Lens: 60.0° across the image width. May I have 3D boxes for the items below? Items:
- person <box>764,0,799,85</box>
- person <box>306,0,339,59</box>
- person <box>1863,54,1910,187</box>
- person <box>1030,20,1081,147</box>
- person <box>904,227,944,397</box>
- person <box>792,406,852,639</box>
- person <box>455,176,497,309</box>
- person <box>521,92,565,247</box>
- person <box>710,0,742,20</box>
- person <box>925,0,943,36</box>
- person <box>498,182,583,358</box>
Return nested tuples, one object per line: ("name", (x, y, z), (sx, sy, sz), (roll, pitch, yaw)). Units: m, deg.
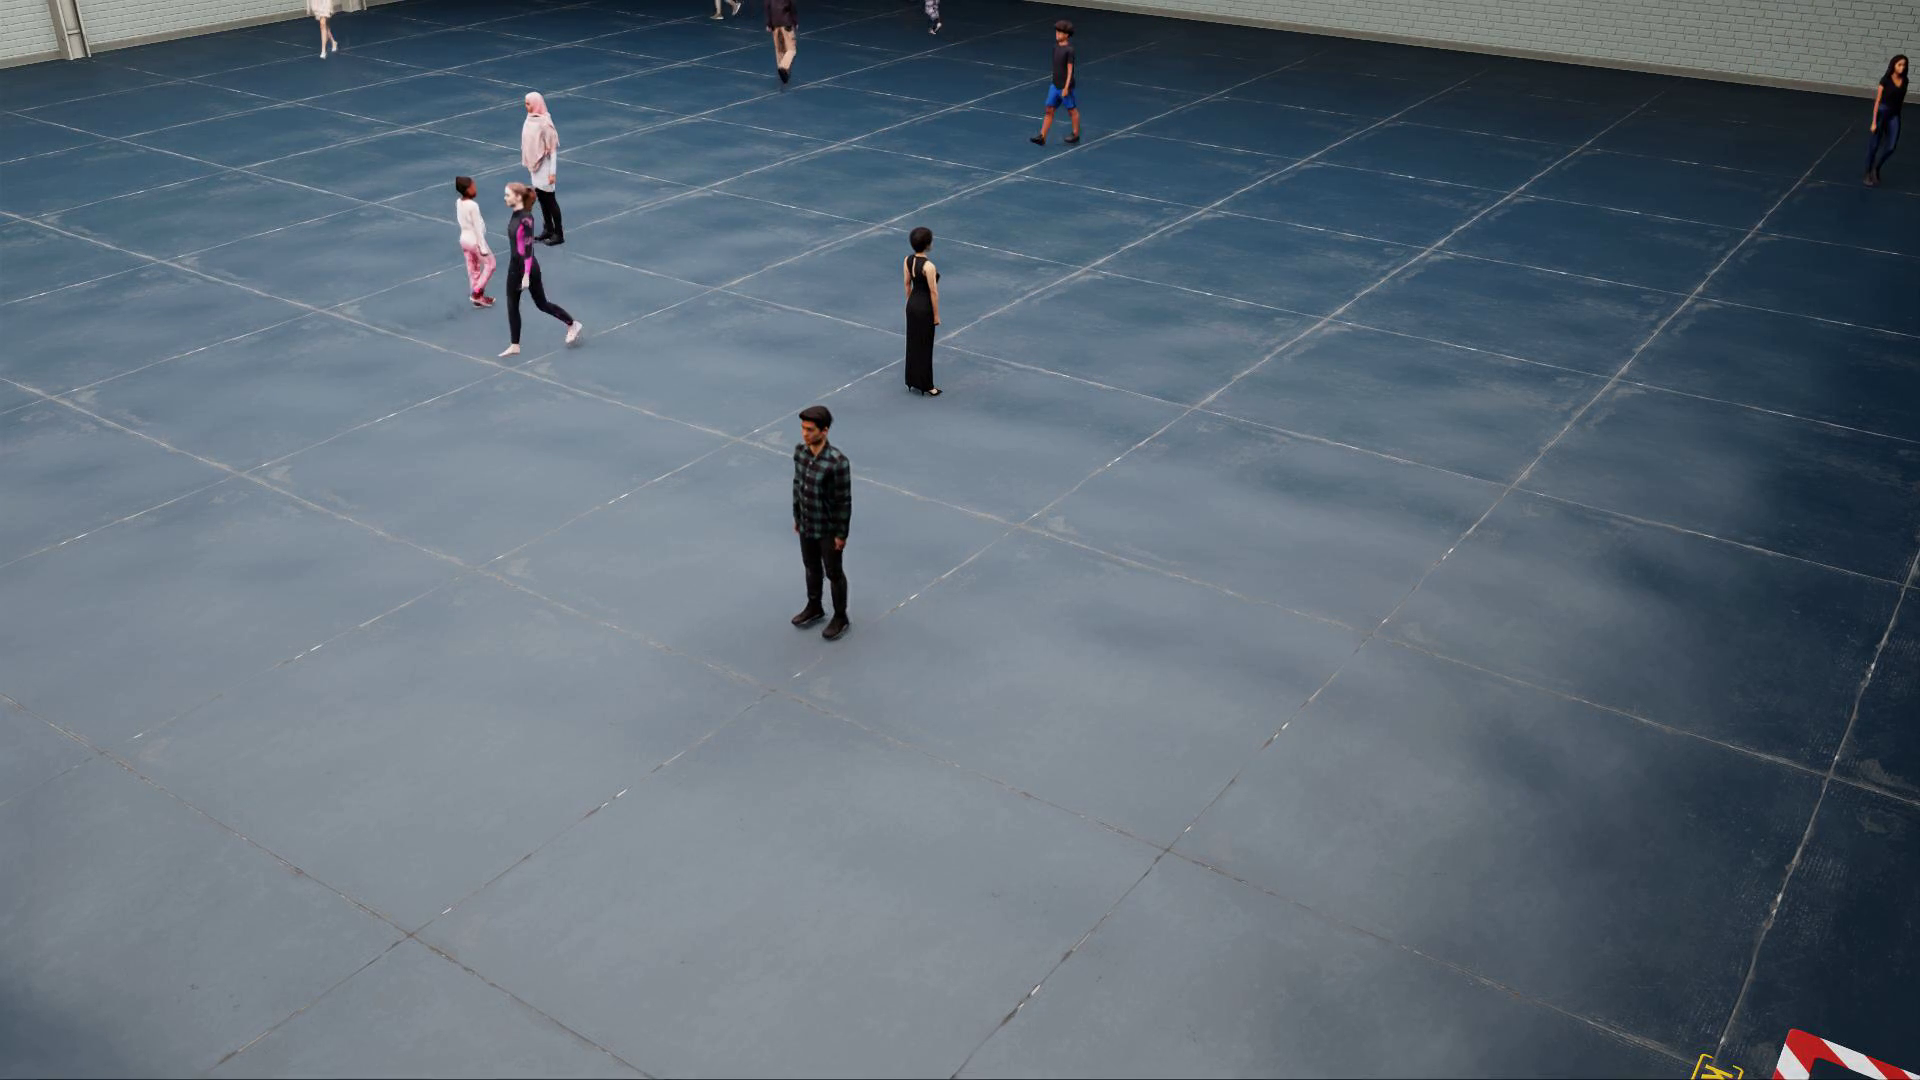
("person", (-2.951, -8.523, 27.603), (0.997, 1.908, 1.175), (3, 27, 6))
("person", (-11.405, -9.511, 29.761), (0.959, 1.689, 1.155), (1, 27, 1))
("person", (12.229, -5.577, 22.084), (0.687, 1.723, 0.734), (0, 27, 1))
("person", (1.554, -6.539, 23.929), (1.196, 1.744, 0.846), (-20, 33, -34))
("person", (-0.368, -2.134, 15.529), (0.598, 1.603, 0.633), (-21, 34, -35))
("person", (-0.969, -0.152, 11.535), (0.679, 1.713, 0.540), (21, 34, 35))
("person", (-5.225, -3.157, 17.690), (0.592, 1.442, 0.594), (24, 35, 38))
("person", (-4.942, -4.396, 19.718), (0.649, 1.789, 0.680), (-23, 35, -37))
("person", (-4.741, -11.206, 33.116), (0.967, 1.630, 0.863), (-9, 29, -17))
("person", (-0.441, -10.445, 31.535), (0.797, 1.724, 0.819), (-16, 31, -28))
("person", (-4.208, -2.666, 16.437), (1.152, 1.716, 0.754), (-21, 34, -35))
